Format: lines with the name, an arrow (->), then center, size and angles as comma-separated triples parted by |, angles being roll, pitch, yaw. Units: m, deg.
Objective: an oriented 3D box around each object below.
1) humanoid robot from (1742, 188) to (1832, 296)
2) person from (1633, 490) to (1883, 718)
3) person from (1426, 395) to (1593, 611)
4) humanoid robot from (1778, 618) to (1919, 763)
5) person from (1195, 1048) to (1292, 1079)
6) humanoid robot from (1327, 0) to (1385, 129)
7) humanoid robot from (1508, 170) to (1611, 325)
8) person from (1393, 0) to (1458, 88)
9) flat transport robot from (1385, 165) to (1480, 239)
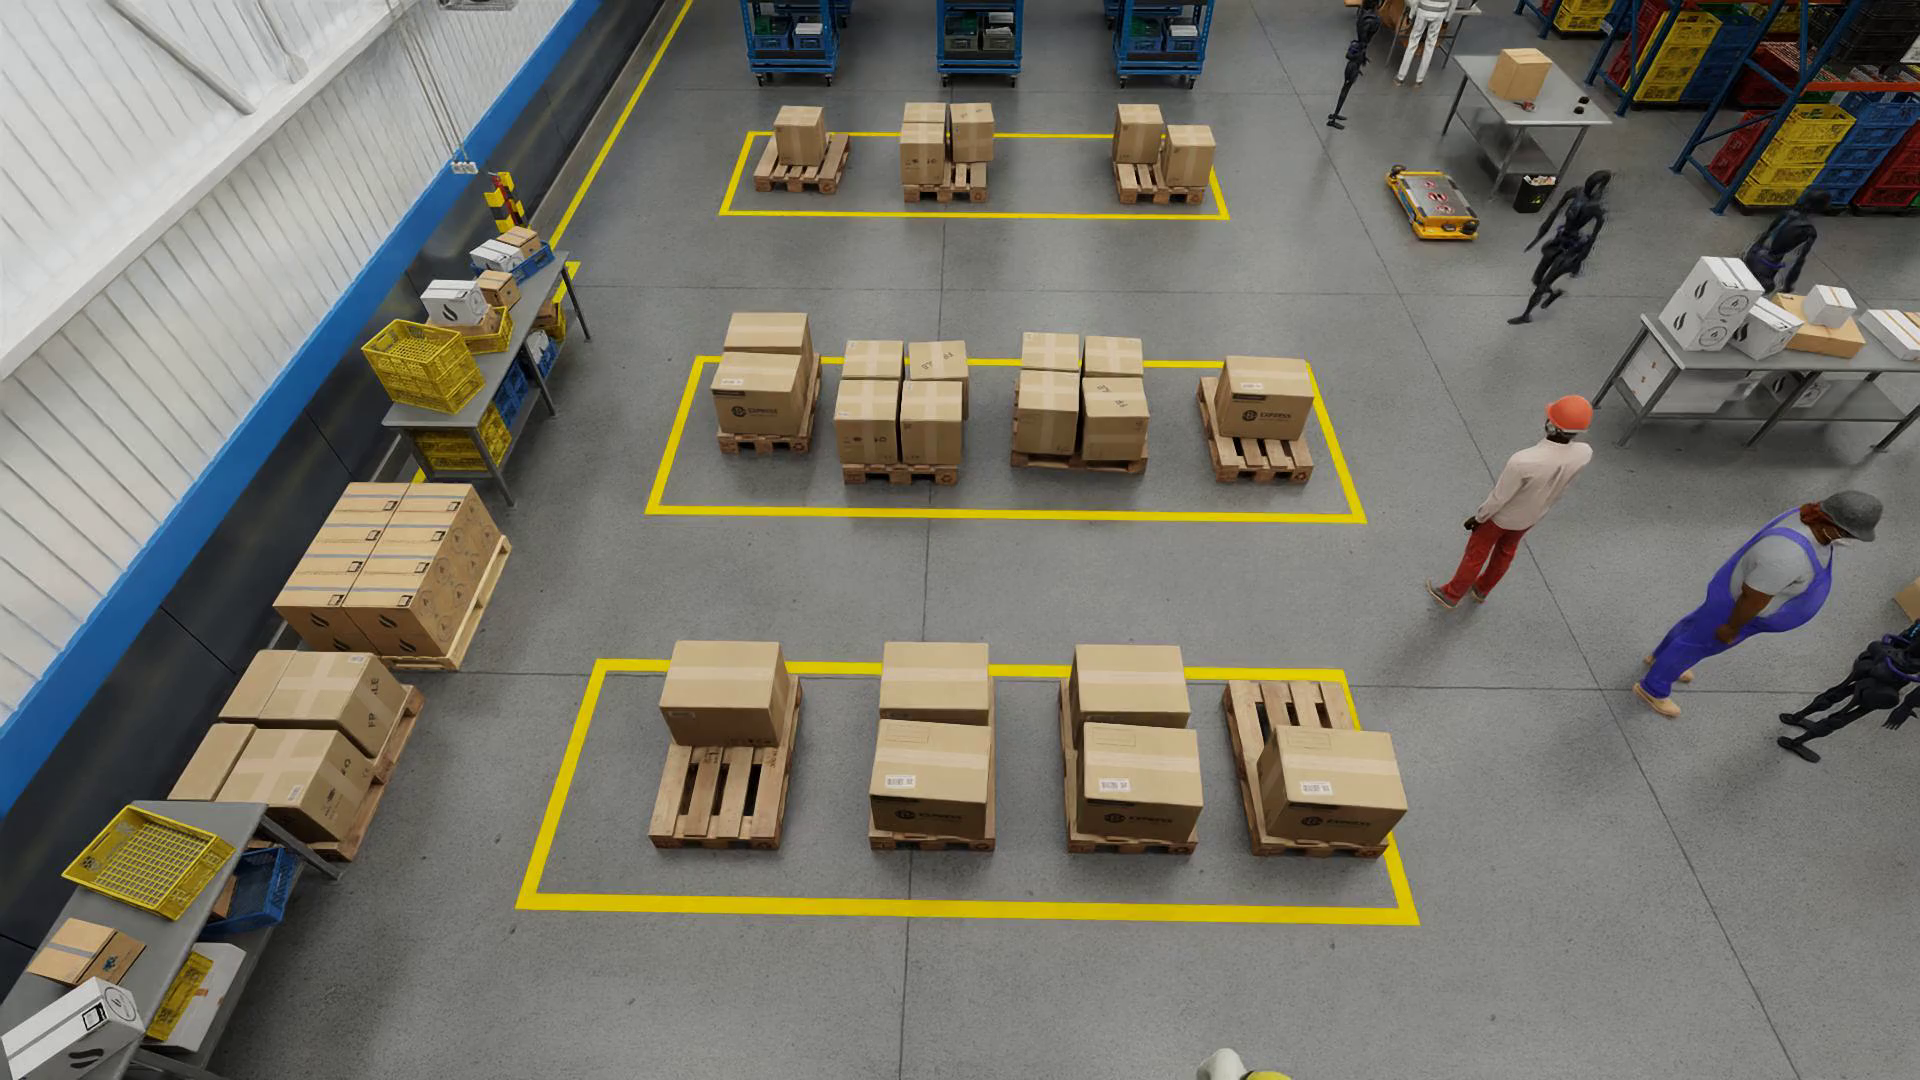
humanoid robot -> 7.746, -2.608, 8.876 | 0.668, 1.636, 0.577 | 5, 49, 5
person -> 5.208, 0.409, 6.009 | 0.537, 2.000, 0.678 | 36, 58, 27
person -> 3.960, -0.227, 6.589 | 0.620, 1.992, 0.393 | -10, 50, -9
humanoid robot -> 5.965, 0.864, 5.851 | 0.340, 1.655, 0.581 | 23, 53, 18
person -> 1.211, 2.713, 4.195 | 0.325, 1.765, 0.526 | -8, 50, -7
humanoid robot -> 5.246, -6.327, 12.068 | 0.330, 1.660, 0.584 | 18, 52, 15
humanoid robot -> 6.071, -2.934, 9.152 | 0.575, 1.640, 0.568 | -9, 50, -8
person -> 6.575, -7.331, 12.818 | 0.573, 1.873, 0.361 | 14, 51, 12
flat transport robot -> 5.692, -4.094, 11.059 | 0.652, 0.197, 1.431 | 1, 49, 1
